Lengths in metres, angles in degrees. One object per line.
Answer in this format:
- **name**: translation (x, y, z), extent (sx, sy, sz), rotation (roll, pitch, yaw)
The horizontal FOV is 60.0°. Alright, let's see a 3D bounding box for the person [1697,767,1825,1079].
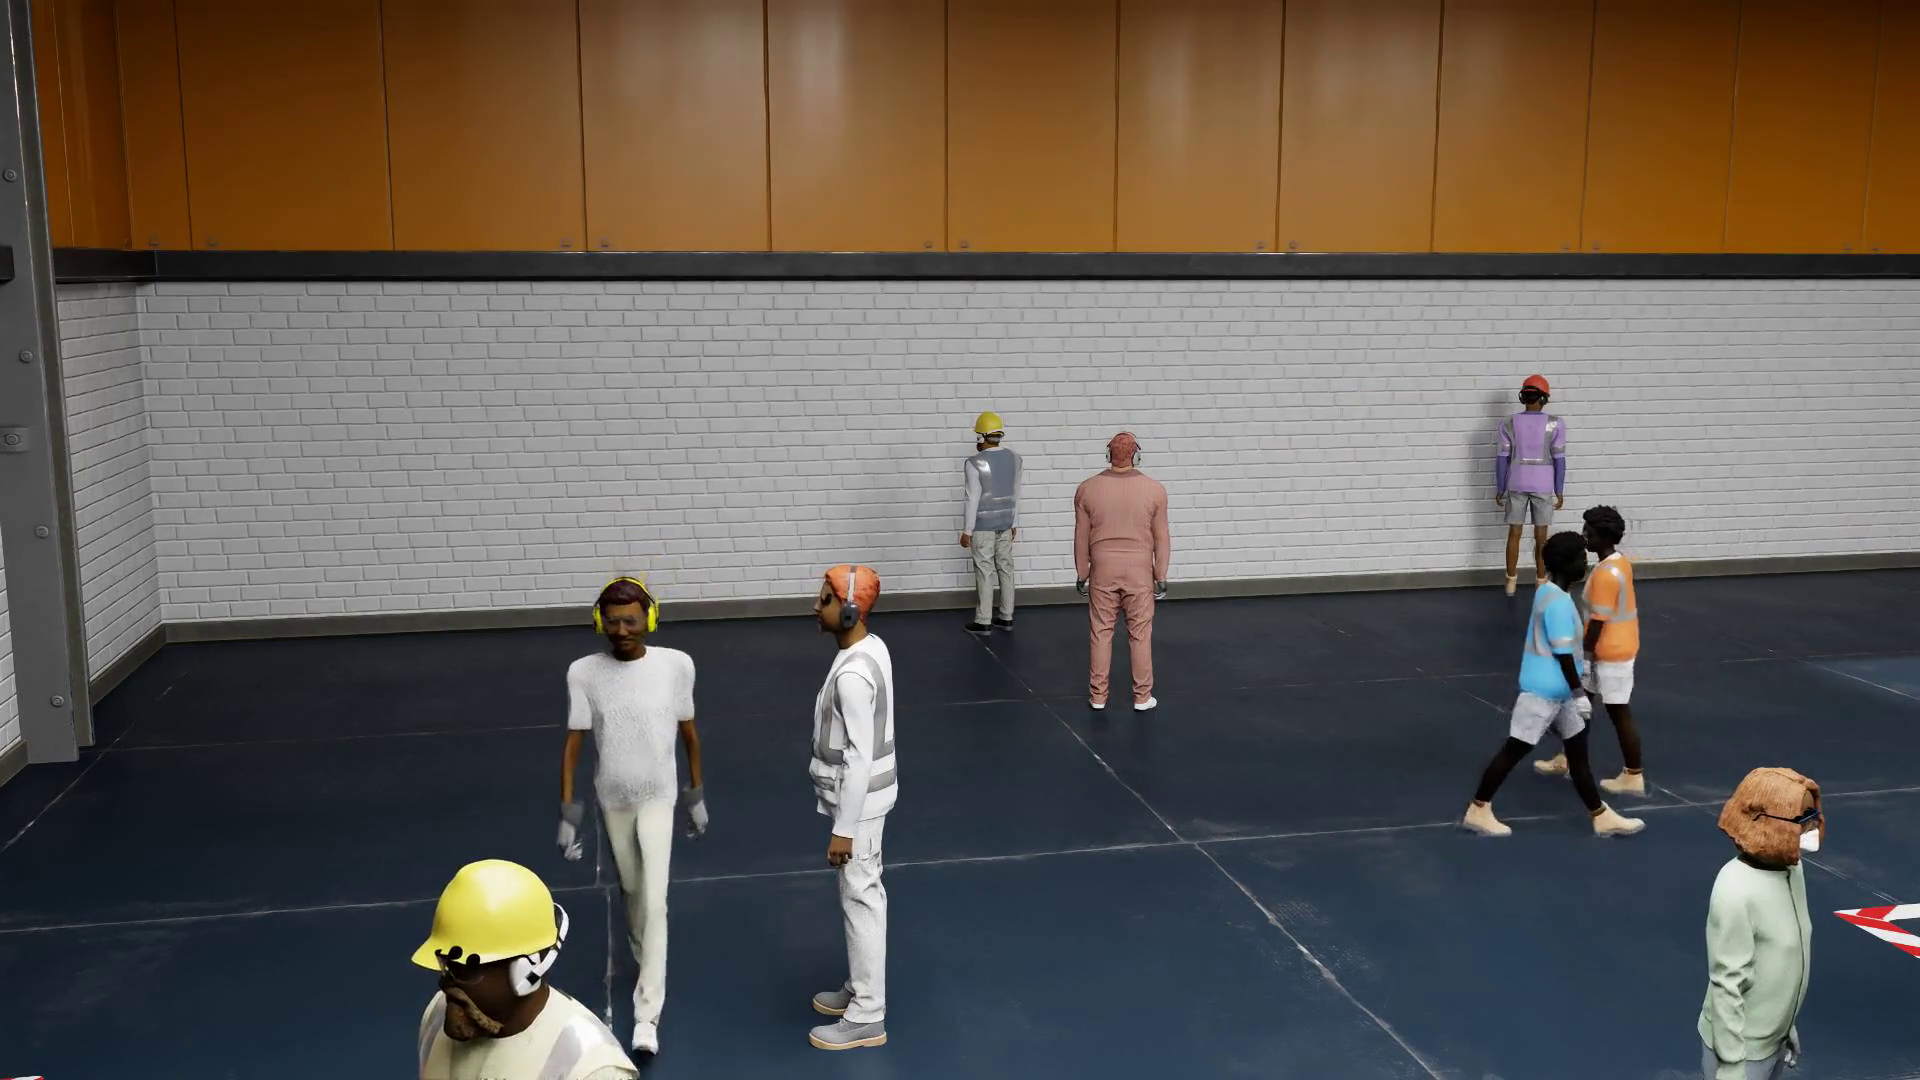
- **person**: translation (2.244, 1.431, 4.696), extent (0.283, 1.633, 0.497), rotation (9, 13, 42)

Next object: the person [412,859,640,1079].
- **person**: translation (-0.915, 1.537, 3.441), extent (0.591, 1.833, 0.404), rotation (7, 11, 35)

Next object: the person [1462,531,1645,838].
- **person**: translation (3.103, 0.769, 8.688), extent (0.916, 1.646, 0.533), rotation (3, 10, 19)

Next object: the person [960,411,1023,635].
- **person**: translation (0.238, -0.137, 13.643), extent (0.589, 1.834, 0.403), rotation (-8, 12, -40)

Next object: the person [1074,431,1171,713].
- **person**: translation (1.097, 0.220, 11.247), extent (0.651, 1.907, 0.409), rotation (2, 9, 10)

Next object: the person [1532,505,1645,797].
- **person**: translation (3.583, 0.624, 9.472), extent (0.756, 1.665, 0.550), rotation (5, 10, 27)

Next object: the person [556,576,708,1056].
- **person**: translation (-1.284, 1.048, 6.461), extent (0.558, 1.814, 0.975), rotation (-1, 9, -3)

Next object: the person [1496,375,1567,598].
- **person**: translation (5.192, -0.483, 15.146), extent (0.605, 2.033, 0.392), rotation (5, 10, 26)

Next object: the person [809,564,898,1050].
- **person**: translation (-0.420, 1.019, 6.441), extent (0.355, 1.885, 0.574), rotation (0, 9, 0)
